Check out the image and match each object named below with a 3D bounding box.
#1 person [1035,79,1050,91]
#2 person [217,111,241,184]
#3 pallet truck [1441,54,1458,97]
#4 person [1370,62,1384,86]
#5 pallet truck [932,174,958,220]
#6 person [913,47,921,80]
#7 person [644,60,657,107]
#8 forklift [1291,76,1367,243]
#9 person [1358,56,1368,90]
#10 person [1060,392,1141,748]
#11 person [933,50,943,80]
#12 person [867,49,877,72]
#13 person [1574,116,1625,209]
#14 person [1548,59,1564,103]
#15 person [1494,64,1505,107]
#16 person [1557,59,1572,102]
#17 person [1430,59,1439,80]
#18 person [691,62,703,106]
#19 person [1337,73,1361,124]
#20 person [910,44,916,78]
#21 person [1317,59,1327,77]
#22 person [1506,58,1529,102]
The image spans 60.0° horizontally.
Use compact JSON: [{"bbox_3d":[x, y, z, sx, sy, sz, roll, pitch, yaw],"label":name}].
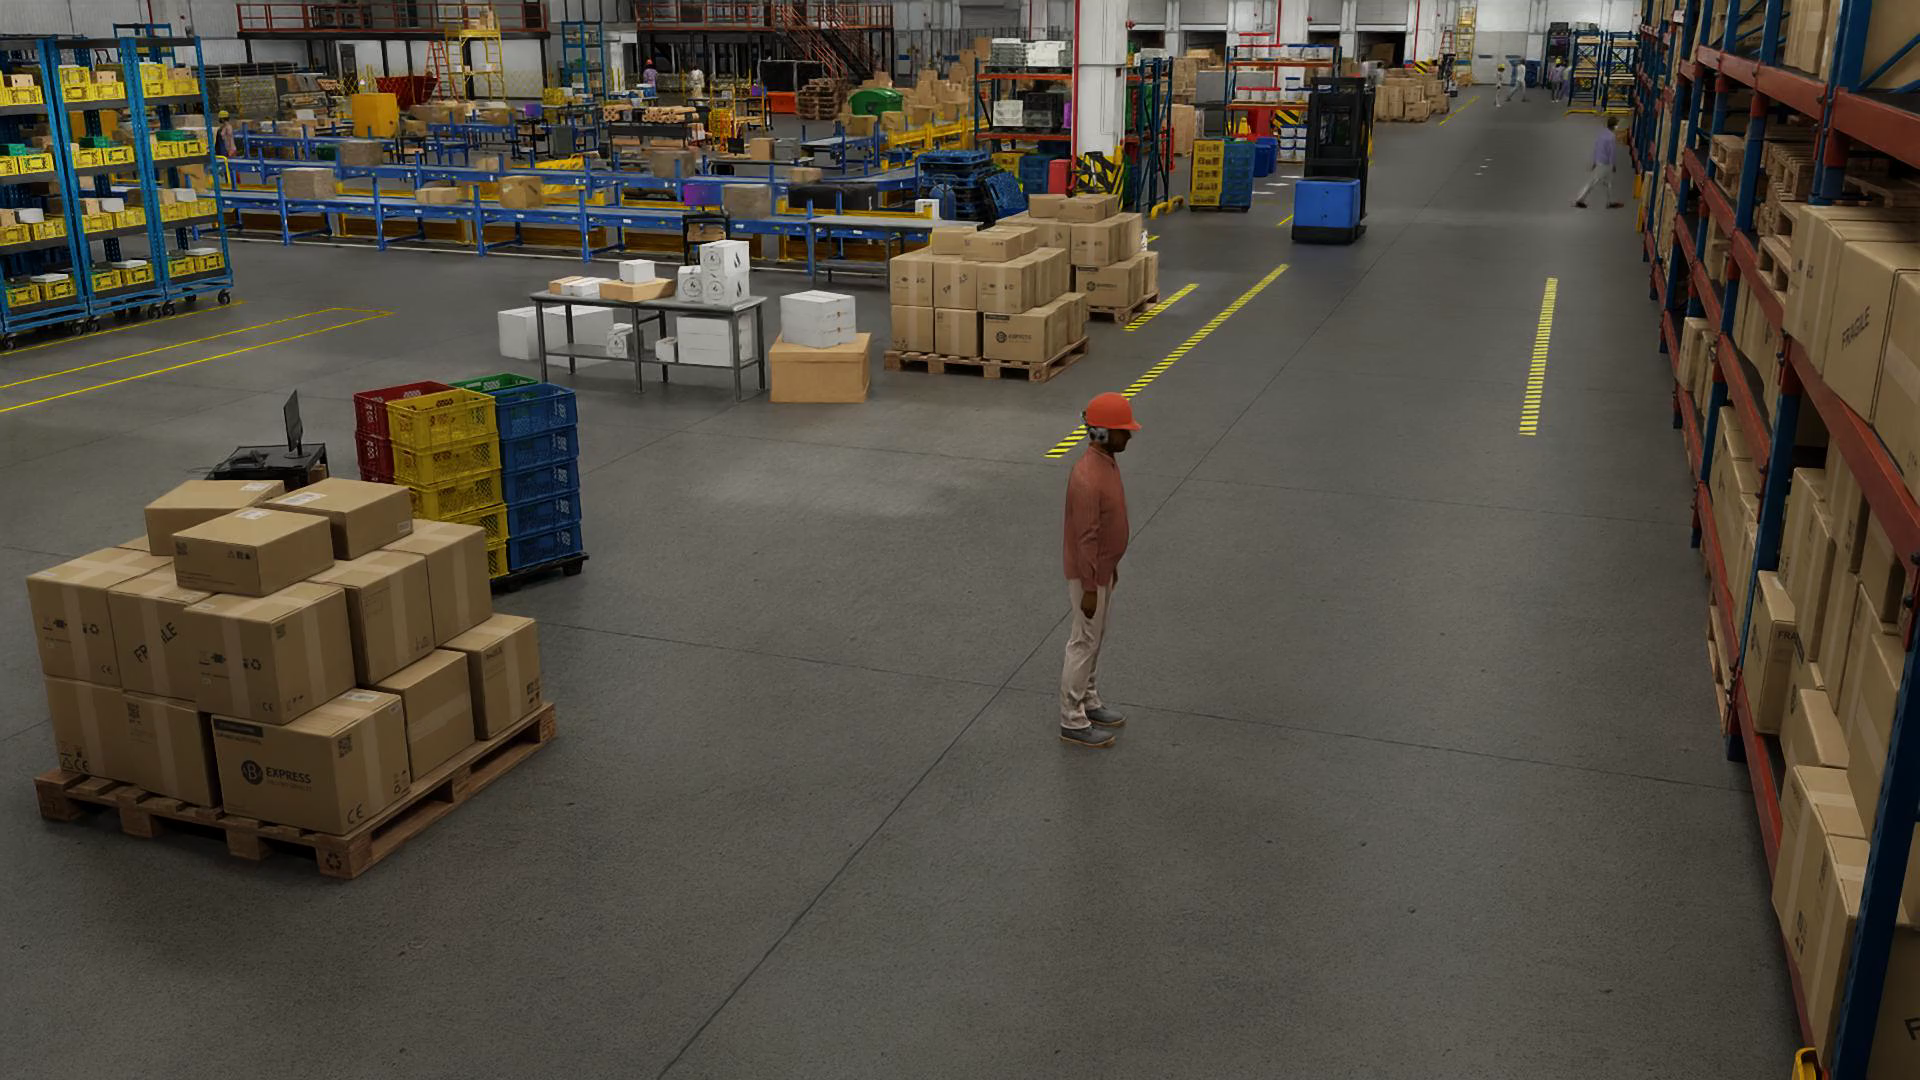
[{"bbox_3d":[3.080,-17.020,63.155,0.628,1.957,0.989,-13,22,-35],"label":"person"},{"bbox_3d":[-16.579,-8.825,37.694,0.319,1.767,0.534,-11,21,-31],"label":"person"},{"bbox_3d":[22.765,-21.886,78.355,0.823,1.965,1.885,-4,18,-14],"label":"pallet truck"},{"bbox_3d":[17.801,-19.447,70.934,0.563,1.846,0.404,-12,21,-32],"label":"person"},{"bbox_3d":[-0.507,-5.292,27.348,0.653,1.274,1.630,6,19,19],"label":"pallet truck"},{"bbox_3d":[-2.534,-27.995,97.706,0.530,1.909,0.598,9,20,27],"label":"person"},{"bbox_3d":[-12.430,-18.225,66.807,0.395,2.038,0.607,17,24,42],"label":"person"},{"bbox_3d":[6.598,-6.755,29.381,1.129,2.768,1.873,6,19,19],"label":"forklift"},{"bbox_3d":[19.366,-22.447,80.418,0.700,1.821,0.630,8,20,25],"label":"person"},{"bbox_3d":[0.763,0.162,9.109,0.409,1.987,0.608,4,18,13],"label":"person"},{"bbox_3d":[-1.203,-25.607,90.239,0.570,1.881,1.012,4,18,13],"label":"person"},{"bbox_3d":[-5.271,-28.468,99.365,0.625,1.804,0.969,-6,19,-19],"label":"person"},{"bbox_3d":[13.150,-7.703,34.007,1.045,1.880,0.640,0,18,-1],"label":"person"},{"bbox_3d":[26.295,-20.260,73.428,0.613,1.890,0.885,9,20,26],"label":"person"},{"bbox_3d":[22.932,-19.305,70.660,0.299,1.745,0.483,8,19,24],"label":"person"},{"bbox_3d":[27.146,-20.592,74.504,0.859,1.872,0.644,-9,20,-27],"label":"person"},{"bbox_3d":[22.952,-22.305,80.191,0.555,1.665,0.774,-10,20,-28],"label":"person"},{"bbox_3d":[-10.929,-18.855,69.036,0.583,1.884,0.373,7,19,21],"label":"person"},{"bbox_3d":[13.398,-14.978,56.800,0.835,1.913,0.551,6,18,17],"label":"person"},{"bbox_3d":[-2.867,-29.049,100.866,0.381,1.996,0.608,-2,18,-6],"label":"person"},{"bbox_3d":[15.833,-20.219,73.239,0.665,1.914,0.723,-16,23,-40],"label":"person"},{"bbox_3d":[24.978,-20.543,74.310,0.967,1.903,0.642,-2,18,-7],"label":"person"}]
